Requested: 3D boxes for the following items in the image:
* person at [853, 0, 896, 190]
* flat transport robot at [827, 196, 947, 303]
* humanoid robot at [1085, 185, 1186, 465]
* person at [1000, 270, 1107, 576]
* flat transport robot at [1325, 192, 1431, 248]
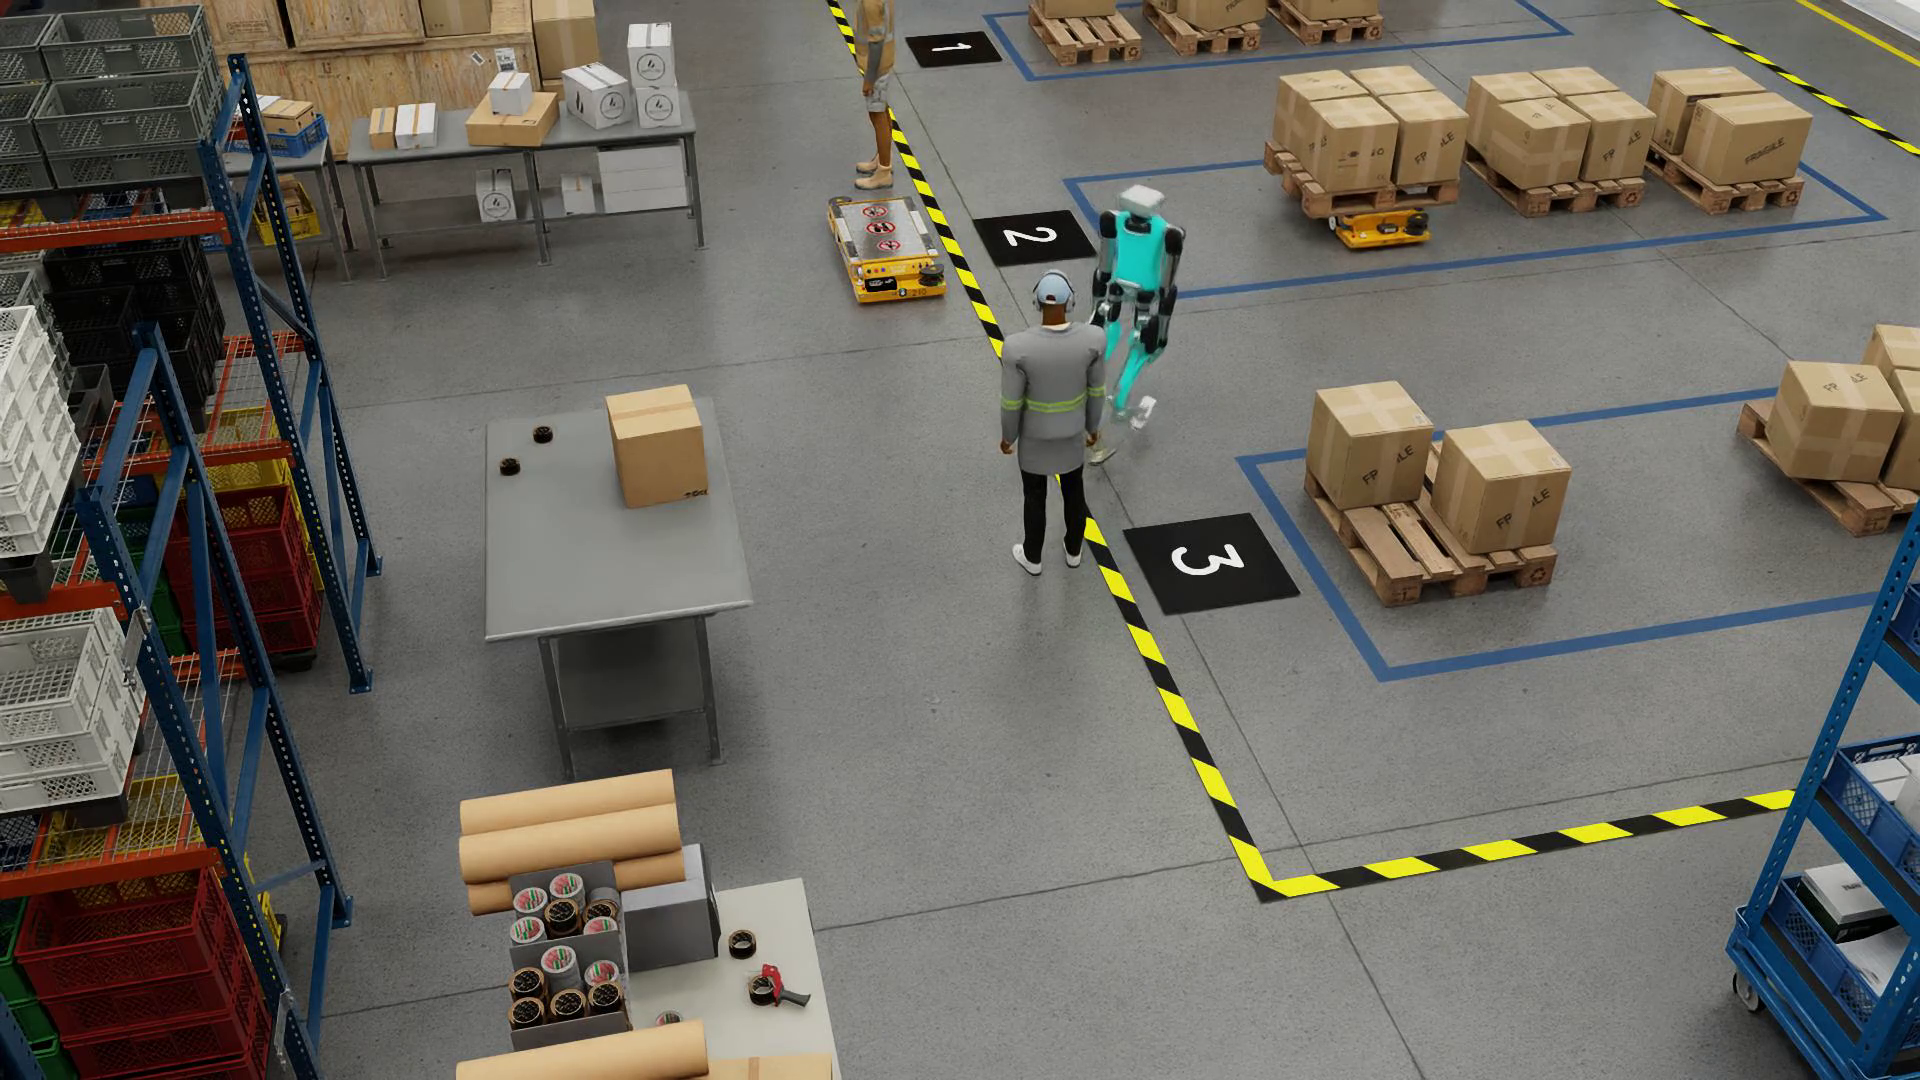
[{"bbox_3d":[-0.692,-3.781,13.147,0.366,2.048,0.606,1,37,1],"label":"person"},{"bbox_3d":[-0.570,-2.220,12.538,0.659,0.231,1.431,-8,37,-10],"label":"flat transport robot"},{"bbox_3d":[0.947,-1.205,9.938,0.535,1.729,1.029,19,41,24],"label":"humanoid robot"},{"bbox_3d":[0.489,-0.630,9.077,0.588,1.848,0.405,-8,37,-10],"label":"person"},{"bbox_3d":[3.134,-2.740,13.213,0.652,0.197,1.431,-8,37,-10],"label":"flat transport robot"}]
